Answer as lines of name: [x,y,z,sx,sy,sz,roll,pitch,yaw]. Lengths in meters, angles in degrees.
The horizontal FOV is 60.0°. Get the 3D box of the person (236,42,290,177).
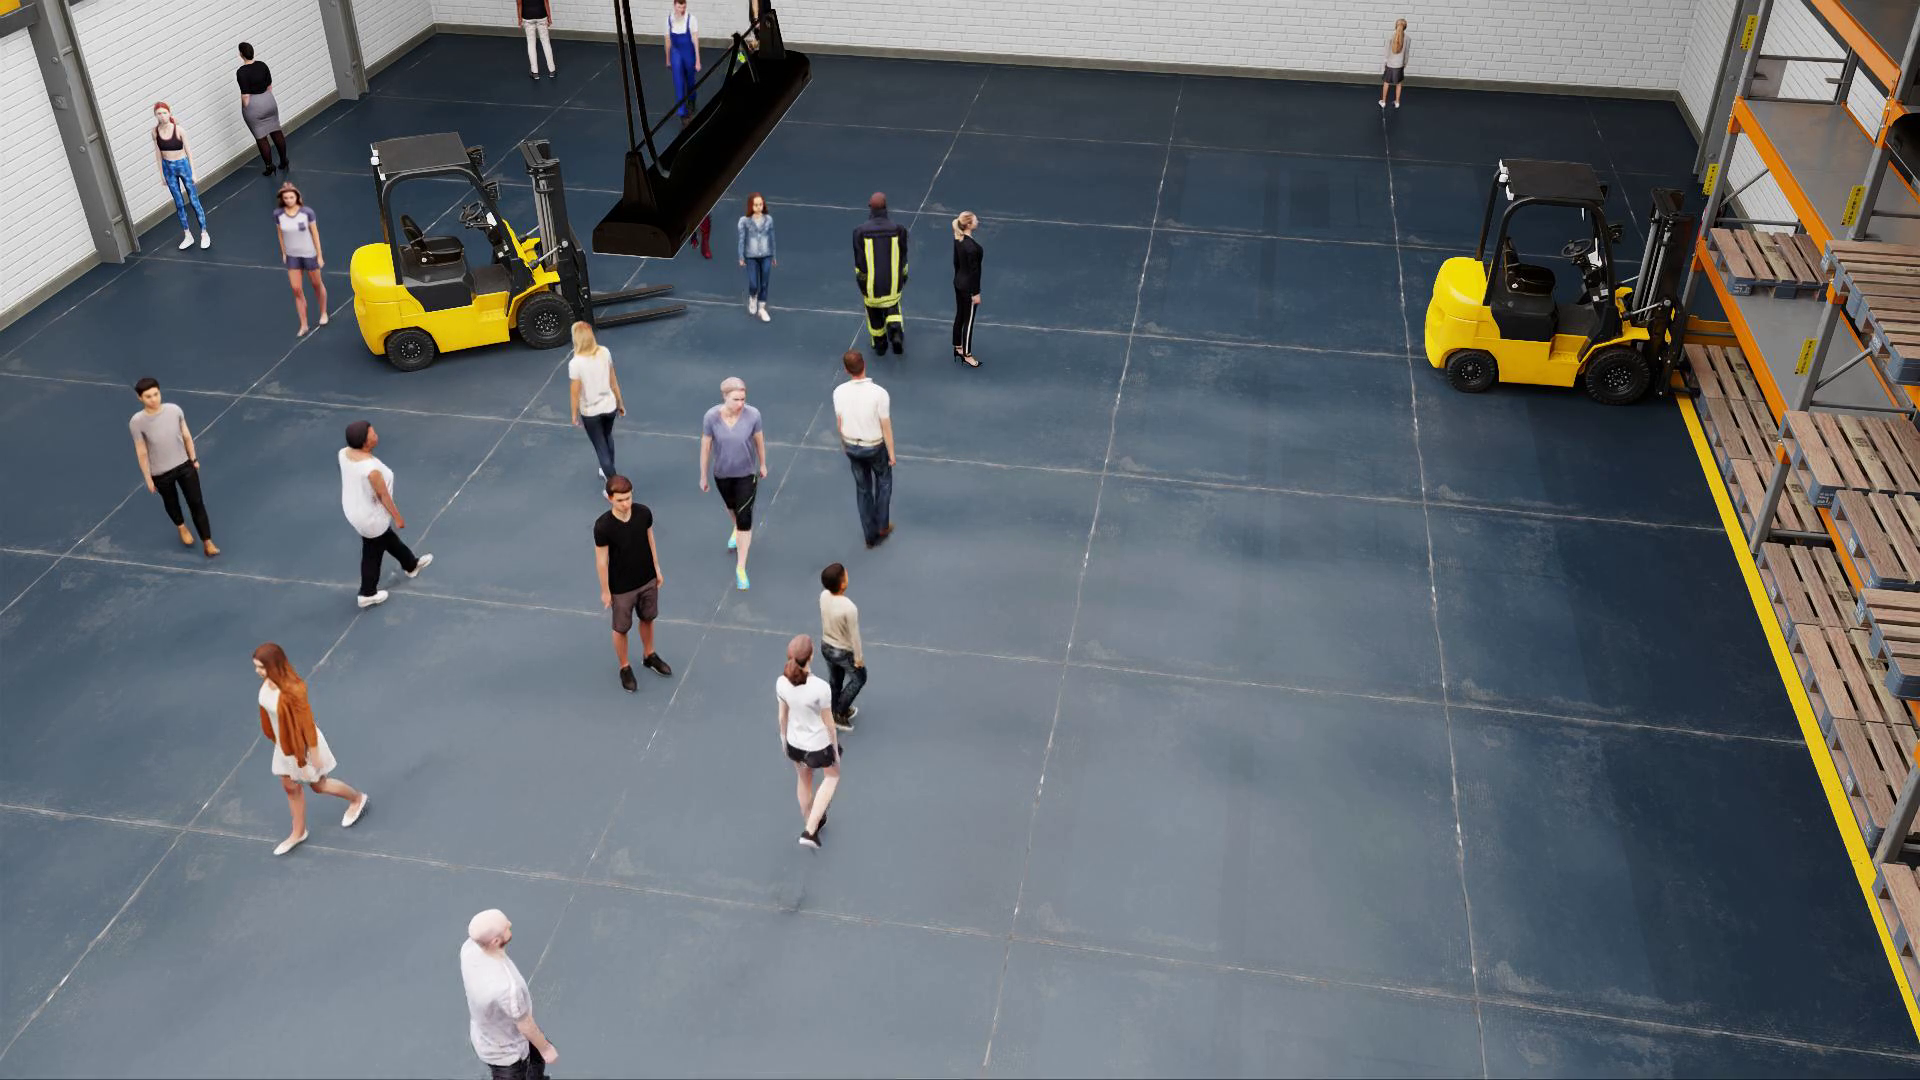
person: [-9.230,-5.696,21.959,0.805,1.759,0.660,16,37,23]

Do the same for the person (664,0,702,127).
person: [-3.946,-6.887,23.725,0.962,1.789,1.387,-2,34,-3]

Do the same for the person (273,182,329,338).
person: [-7.147,-3.131,18.149,0.764,1.704,0.935,-3,34,-5]

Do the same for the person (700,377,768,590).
person: [-1.916,-0.589,14.218,0.805,1.823,1.285,2,34,3]

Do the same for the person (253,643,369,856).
person: [-4.472,1.358,11.402,0.882,1.698,1.045,22,39,30]

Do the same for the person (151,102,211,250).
person: [-9.360,-4.367,19.940,0.629,1.782,0.648,-3,34,-4]

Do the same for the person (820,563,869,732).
person: [-0.937,0.845,12.391,0.697,1.456,0.744,26,42,34]

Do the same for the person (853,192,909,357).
person: [-0.815,-2.748,17.477,0.934,1.811,1.042,-6,34,-10]

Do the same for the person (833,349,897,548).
person: [-0.868,-0.730,14.439,0.762,1.813,0.691,12,35,17]

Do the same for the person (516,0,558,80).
person: [-6.485,-7.957,25.320,0.759,1.804,0.764,-12,35,-17]

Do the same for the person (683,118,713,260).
person: [-3.127,-4.185,19.741,0.784,1.699,0.844,-15,36,-21]

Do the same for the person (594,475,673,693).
person: [-2.543,0.290,12.862,0.741,1.860,0.822,-24,41,-32]

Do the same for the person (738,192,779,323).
person: [-2.258,-3.159,18.401,0.701,1.472,0.749,-13,36,-19]

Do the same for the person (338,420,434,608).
person: [-4.943,-0.203,13.784,1.131,1.660,1.020,-28,42,-35]

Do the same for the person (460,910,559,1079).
person: [-2.589,2.785,9.154,1.000,1.809,0.950,-17,37,-24]

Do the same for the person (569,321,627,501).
person: [-3.208,-1.117,15.042,0.900,1.789,0.935,-28,43,-35]

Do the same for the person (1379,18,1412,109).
person: [6.378,-6.986,24.338,0.503,1.274,0.519,4,34,6]

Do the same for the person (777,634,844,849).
person: [-1.041,1.436,11.246,0.649,1.741,0.784,11,35,16]

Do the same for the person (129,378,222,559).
person: [-6.886,-0.668,14.459,1.041,1.688,1.104,-21,39,-28]

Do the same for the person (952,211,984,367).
person: [0.060,-2.624,17.385,0.757,1.706,0.665,-15,36,-21]
